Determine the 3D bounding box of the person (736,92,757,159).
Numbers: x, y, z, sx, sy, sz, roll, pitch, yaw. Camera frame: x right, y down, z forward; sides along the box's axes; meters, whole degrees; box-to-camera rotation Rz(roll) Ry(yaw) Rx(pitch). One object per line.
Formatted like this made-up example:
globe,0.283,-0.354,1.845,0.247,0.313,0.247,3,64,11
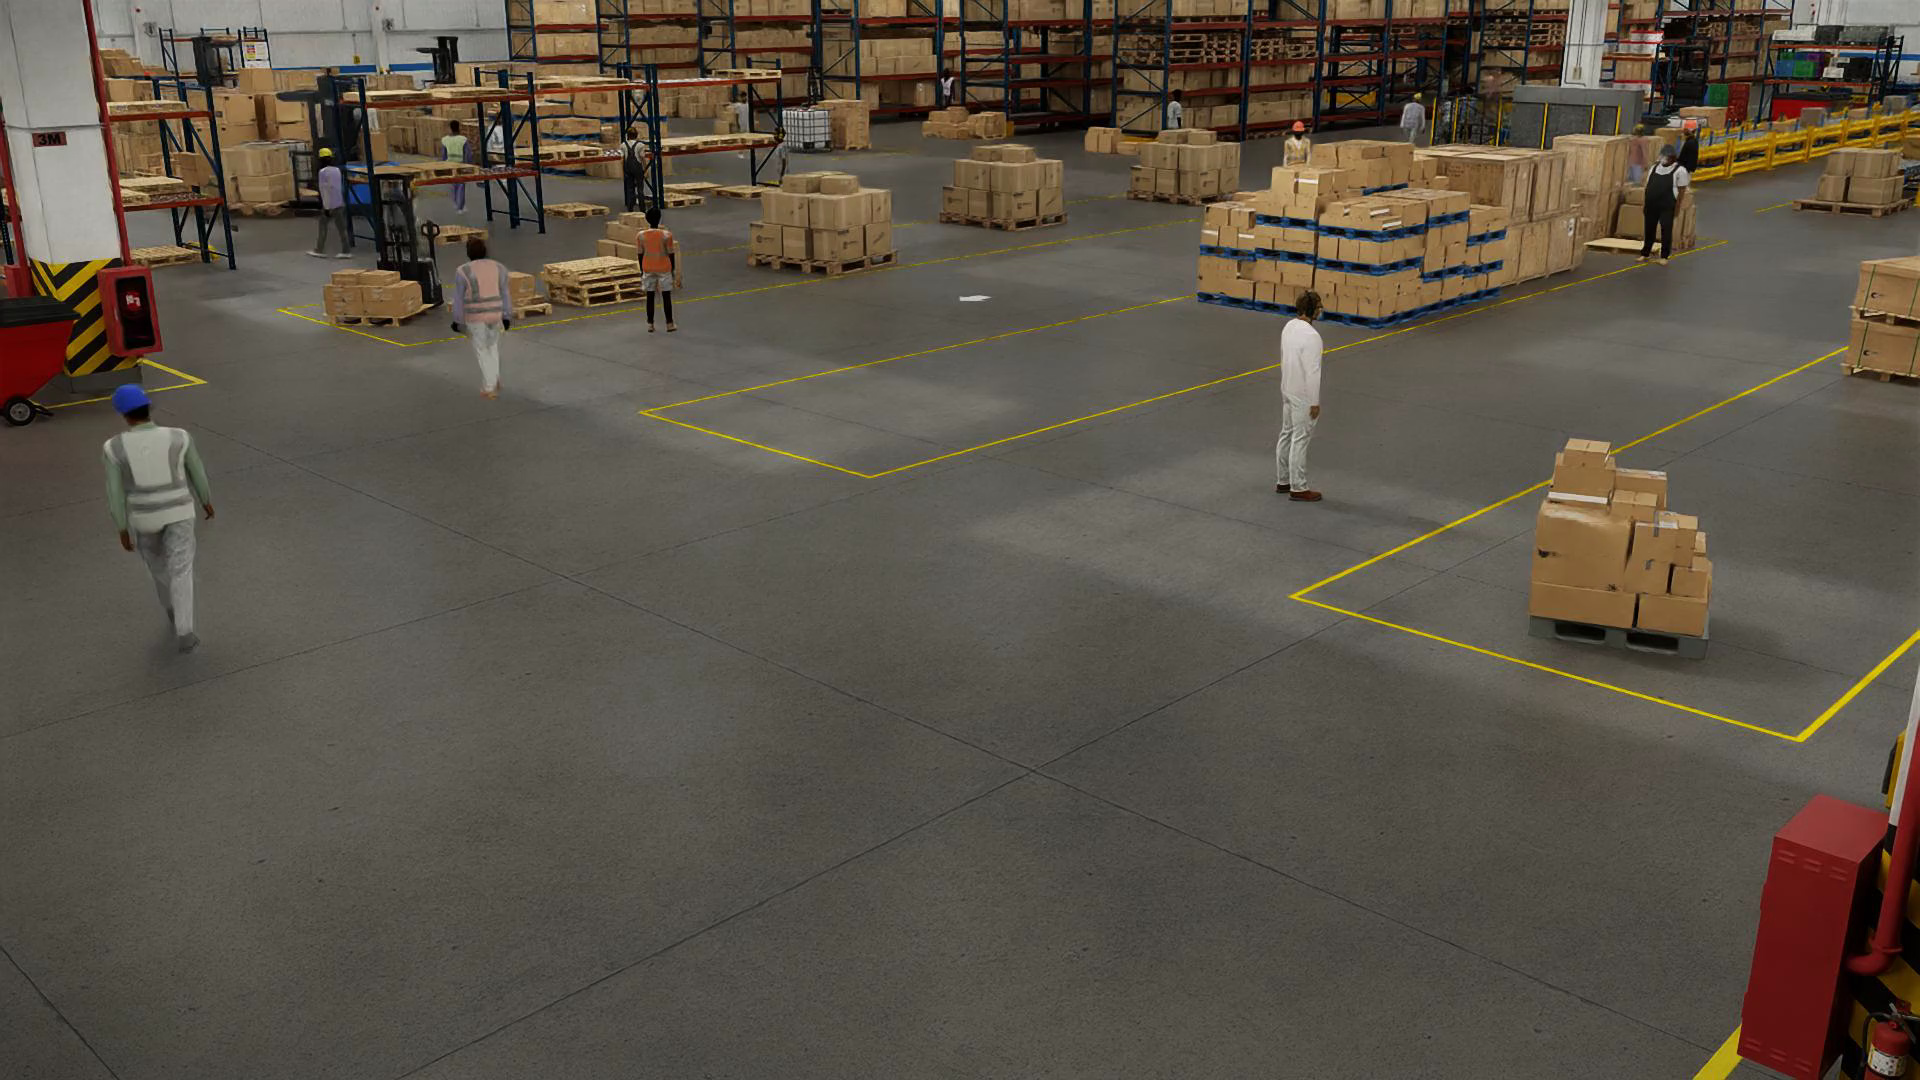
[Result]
person,-5.918,-11.394,45.775,0.538,1.812,0.986,-9,20,-26

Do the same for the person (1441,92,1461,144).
person,14.255,-12.148,48.260,0.552,1.671,0.625,12,22,32

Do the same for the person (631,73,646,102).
person,-11.644,-16.109,60.273,0.551,1.618,0.559,-6,19,-17

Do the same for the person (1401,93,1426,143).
person,12.525,-11.407,45.889,0.616,1.760,1.019,12,22,33

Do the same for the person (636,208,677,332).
person,-4.135,-3.682,22.721,0.537,1.700,0.318,0,18,1

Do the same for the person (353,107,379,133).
person,-15.457,-10.564,43.159,0.656,1.883,1.003,-12,22,-31

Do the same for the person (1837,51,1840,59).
person,41.169,-22.273,78.297,0.414,1.985,0.611,14,23,35

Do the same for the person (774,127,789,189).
person,-3.618,-7.399,33.648,0.322,1.875,0.524,-3,19,-8

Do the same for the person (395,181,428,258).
person,-8.552,-4.727,25.875,0.499,1.697,0.886,12,22,32

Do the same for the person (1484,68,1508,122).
person,18.854,-15.643,58.506,0.673,1.851,0.981,-16,24,-39

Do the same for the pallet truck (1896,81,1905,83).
pallet truck,34.802,-16.331,61.455,0.653,1.274,1.630,17,25,41

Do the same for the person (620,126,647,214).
person,-6.665,-7.521,34.058,0.514,1.844,0.328,1,18,3

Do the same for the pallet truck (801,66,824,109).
pallet truck,-4.812,-15.182,56.903,0.823,1.965,1.885,-9,21,-26

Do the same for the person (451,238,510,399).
person,-5.540,-2.555,19.147,0.680,1.820,0.649,16,24,40

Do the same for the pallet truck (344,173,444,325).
pallet truck,-8.209,-4.181,23.757,0.823,1.965,1.885,3,19,9

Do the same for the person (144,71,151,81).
person,-26.775,-14.533,55.039,0.549,1.936,0.376,-7,20,-20

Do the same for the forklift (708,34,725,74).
forklift,-9.441,-18.584,65.772,1.129,2.768,1.873,-17,25,-41

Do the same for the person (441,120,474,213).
person,-10.512,-7.858,34.993,0.596,1.899,0.600,5,19,14

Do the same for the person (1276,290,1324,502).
person,3.130,-1.323,15.239,0.372,1.940,0.631,-5,19,-13

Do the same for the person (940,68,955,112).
person,-0.389,-15.596,58.348,0.947,1.883,0.603,-16,24,-40

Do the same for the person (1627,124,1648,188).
person,14.679,-8.115,36.056,0.306,1.726,0.668,-5,19,-13

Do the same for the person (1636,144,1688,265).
person,11.932,-5.718,28.321,0.537,2.000,0.691,-16,24,-39

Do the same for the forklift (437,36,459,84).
forklift,-18.949,-17.311,61.939,1.129,2.768,1.873,17,25,41

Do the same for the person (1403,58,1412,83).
person,21.153,-22.176,78.552,0.316,1.629,0.508,17,25,42

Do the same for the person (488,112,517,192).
person,-10.498,-8.915,38.294,0.596,1.821,1.035,-12,22,-33

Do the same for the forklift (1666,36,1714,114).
forklift,27.341,-17.291,61.877,1.129,2.768,1.873,17,25,41

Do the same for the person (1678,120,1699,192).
person,14.758,-7.521,33.824,0.389,1.992,0.625,6,19,17

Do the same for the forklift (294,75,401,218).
forklift,-12.680,-8.089,34.151,1.873,2.768,1.129,2,18,5

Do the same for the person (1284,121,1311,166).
person,7.046,-7.809,34.844,0.560,1.912,0.886,-1,18,-2

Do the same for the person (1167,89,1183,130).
person,5.789,-11.105,44.668,0.361,1.962,0.618,-7,19,-19

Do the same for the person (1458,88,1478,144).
person,15.269,-12.743,50.030,0.531,1.692,0.320,6,19,18

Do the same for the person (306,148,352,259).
person,-11.056,-5.853,28.968,0.900,1.879,0.603,5,19,14

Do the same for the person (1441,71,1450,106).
person,17.963,-16.548,61.607,0.524,1.614,0.478,-16,24,-40

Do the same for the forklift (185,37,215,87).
forklift,-27.859,-17.141,61.425,1.873,2.768,1.129,1,18,3

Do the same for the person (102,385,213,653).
person,-5.723,-0.200,11.941,0.639,1.874,0.996,-7,20,-20
